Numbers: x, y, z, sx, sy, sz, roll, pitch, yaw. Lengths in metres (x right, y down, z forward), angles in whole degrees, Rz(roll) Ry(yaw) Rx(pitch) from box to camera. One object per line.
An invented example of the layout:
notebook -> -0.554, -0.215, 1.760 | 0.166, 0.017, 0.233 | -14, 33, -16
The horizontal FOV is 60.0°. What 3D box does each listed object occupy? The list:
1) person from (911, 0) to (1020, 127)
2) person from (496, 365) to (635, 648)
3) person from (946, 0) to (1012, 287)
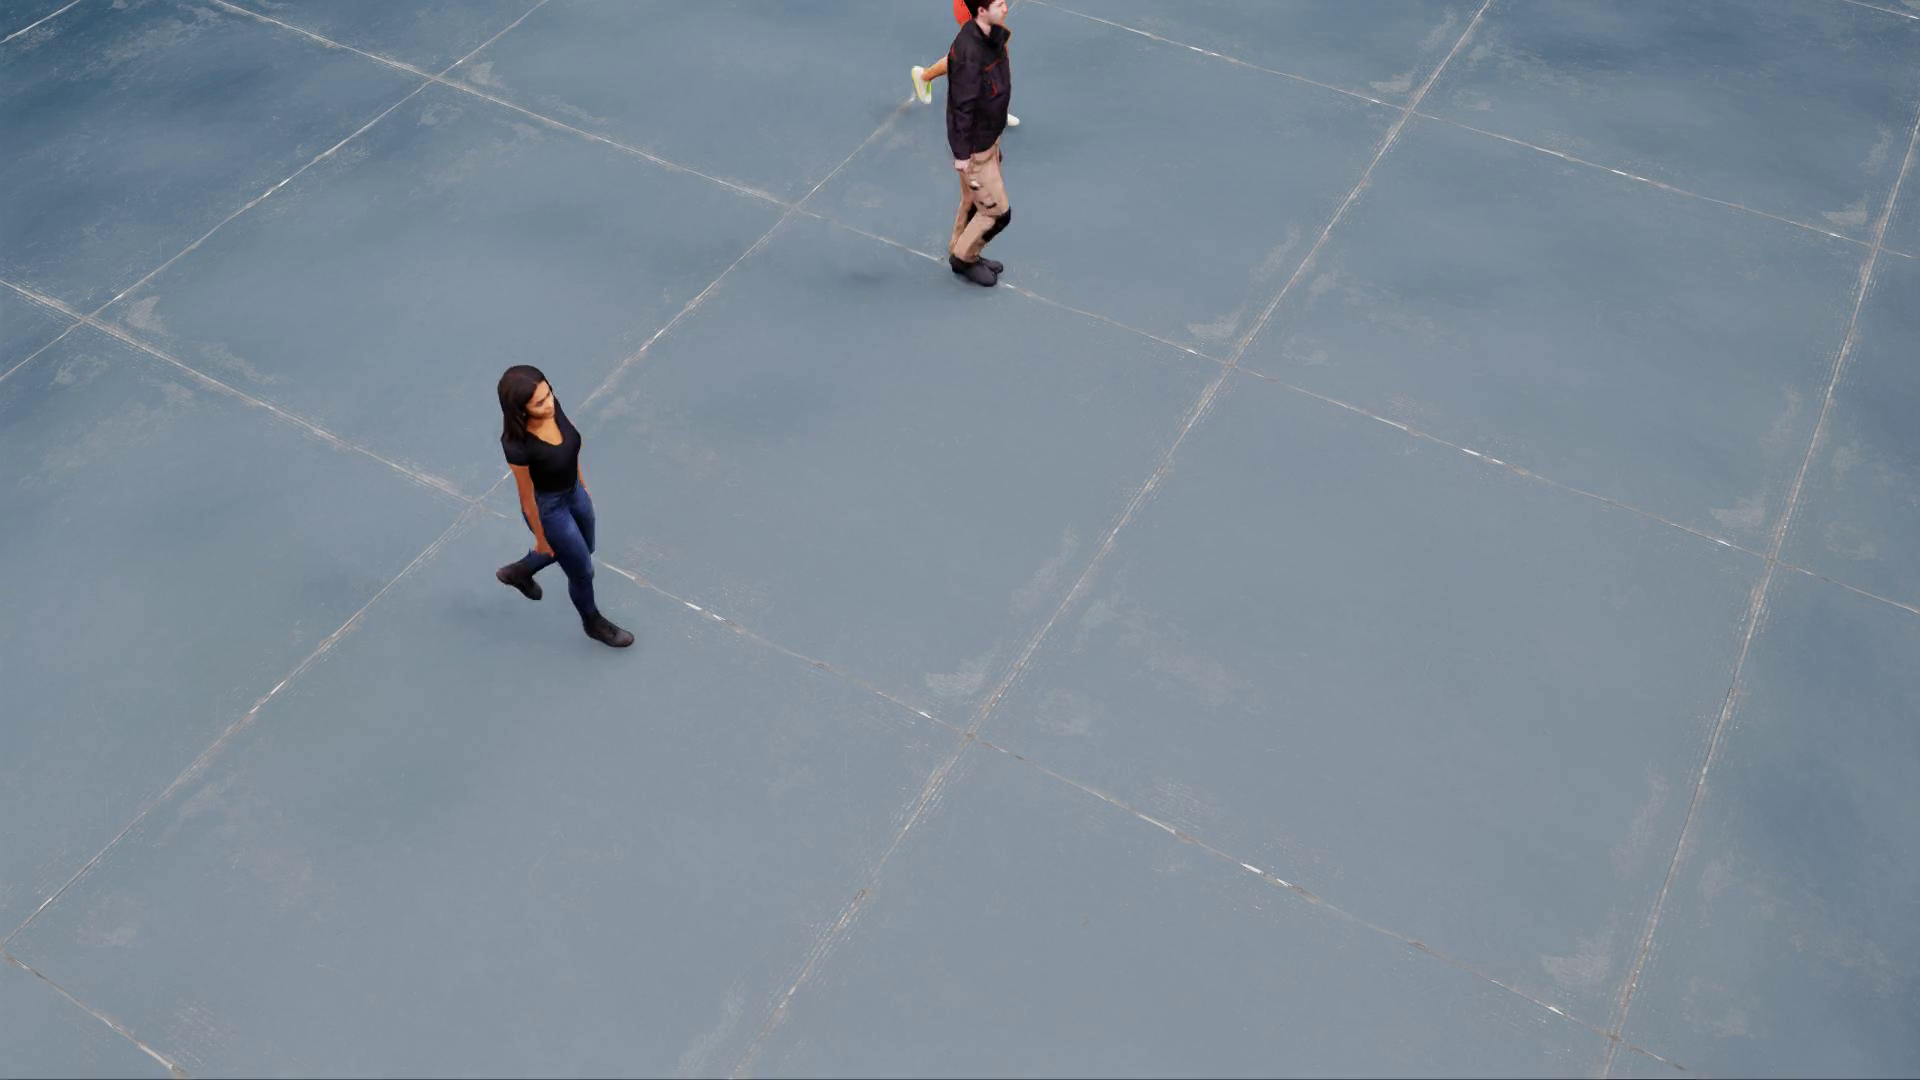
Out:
person -> 0.032, -3.435, 10.534 | 1.007, 1.776, 0.691 | 14, 49, 12
person -> -1.903, -0.147, 7.534 | 0.968, 1.717, 0.724 | 11, 48, 10
person -> 0.015, -2.272, 9.367 | 0.757, 1.910, 0.804 | 10, 48, 9
